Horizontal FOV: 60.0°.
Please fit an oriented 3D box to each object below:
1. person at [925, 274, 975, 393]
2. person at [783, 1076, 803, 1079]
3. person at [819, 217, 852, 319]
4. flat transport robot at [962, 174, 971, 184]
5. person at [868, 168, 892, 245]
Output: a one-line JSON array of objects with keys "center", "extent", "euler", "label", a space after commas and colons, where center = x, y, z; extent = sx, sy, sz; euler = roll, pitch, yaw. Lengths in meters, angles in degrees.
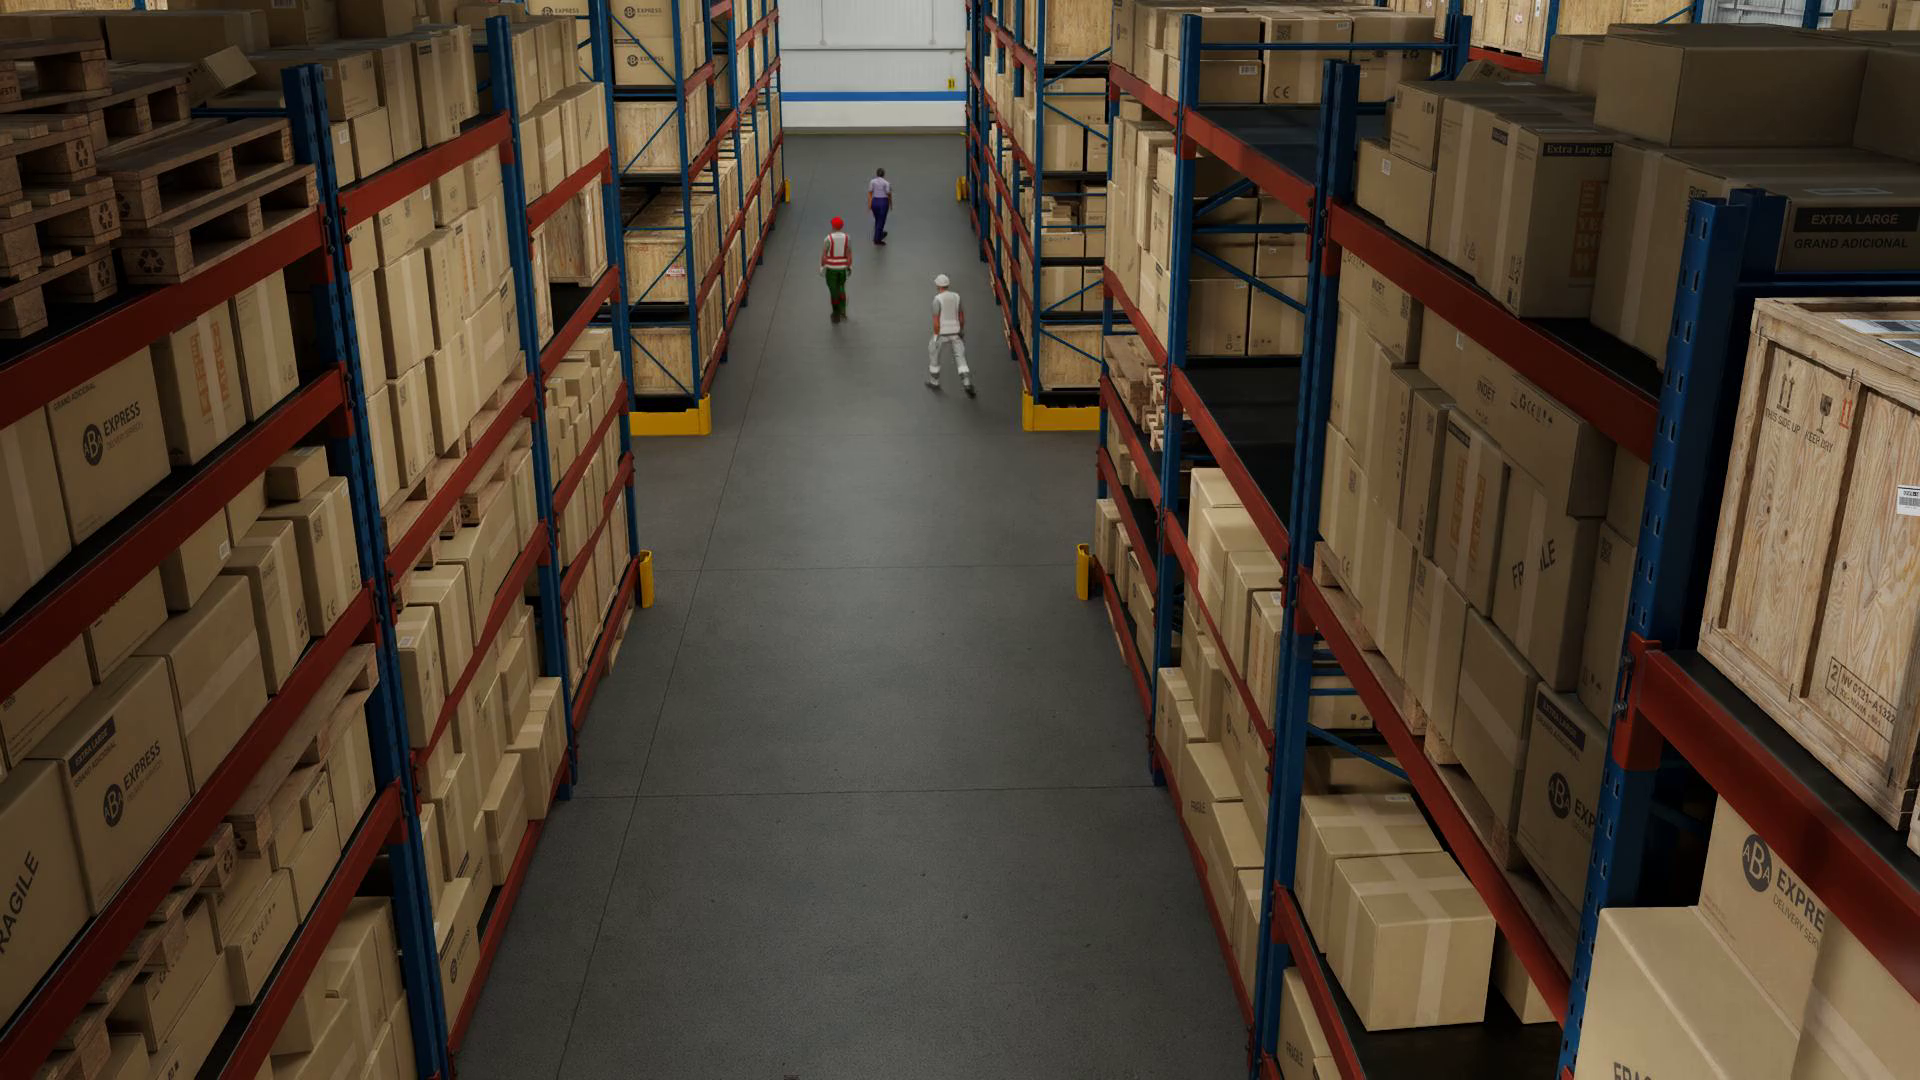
[{"center": [-0.154, -3.061, 24.735], "extent": [0.596, 1.745, 0.966], "euler": [-11, 23, -27], "label": "person"}, {"center": [-0.759, 3.234, 7.936], "extent": [0.443, 1.676, 0.454], "euler": [5, 21, 13], "label": "person"}, {"center": [-2.208, -4.793, 29.289], "extent": [0.556, 1.810, 0.447], "euler": [-11, 23, -28], "label": "person"}, {"center": [0.532, -9.673, 44.650], "extent": [0.659, 0.259, 1.431], "euler": [10, 23, 25], "label": "flat transport robot"}, {"center": [-1.680, -7.285, 36.159], "extent": [0.493, 1.622, 0.858], "euler": [11, 23, 27], "label": "person"}]
